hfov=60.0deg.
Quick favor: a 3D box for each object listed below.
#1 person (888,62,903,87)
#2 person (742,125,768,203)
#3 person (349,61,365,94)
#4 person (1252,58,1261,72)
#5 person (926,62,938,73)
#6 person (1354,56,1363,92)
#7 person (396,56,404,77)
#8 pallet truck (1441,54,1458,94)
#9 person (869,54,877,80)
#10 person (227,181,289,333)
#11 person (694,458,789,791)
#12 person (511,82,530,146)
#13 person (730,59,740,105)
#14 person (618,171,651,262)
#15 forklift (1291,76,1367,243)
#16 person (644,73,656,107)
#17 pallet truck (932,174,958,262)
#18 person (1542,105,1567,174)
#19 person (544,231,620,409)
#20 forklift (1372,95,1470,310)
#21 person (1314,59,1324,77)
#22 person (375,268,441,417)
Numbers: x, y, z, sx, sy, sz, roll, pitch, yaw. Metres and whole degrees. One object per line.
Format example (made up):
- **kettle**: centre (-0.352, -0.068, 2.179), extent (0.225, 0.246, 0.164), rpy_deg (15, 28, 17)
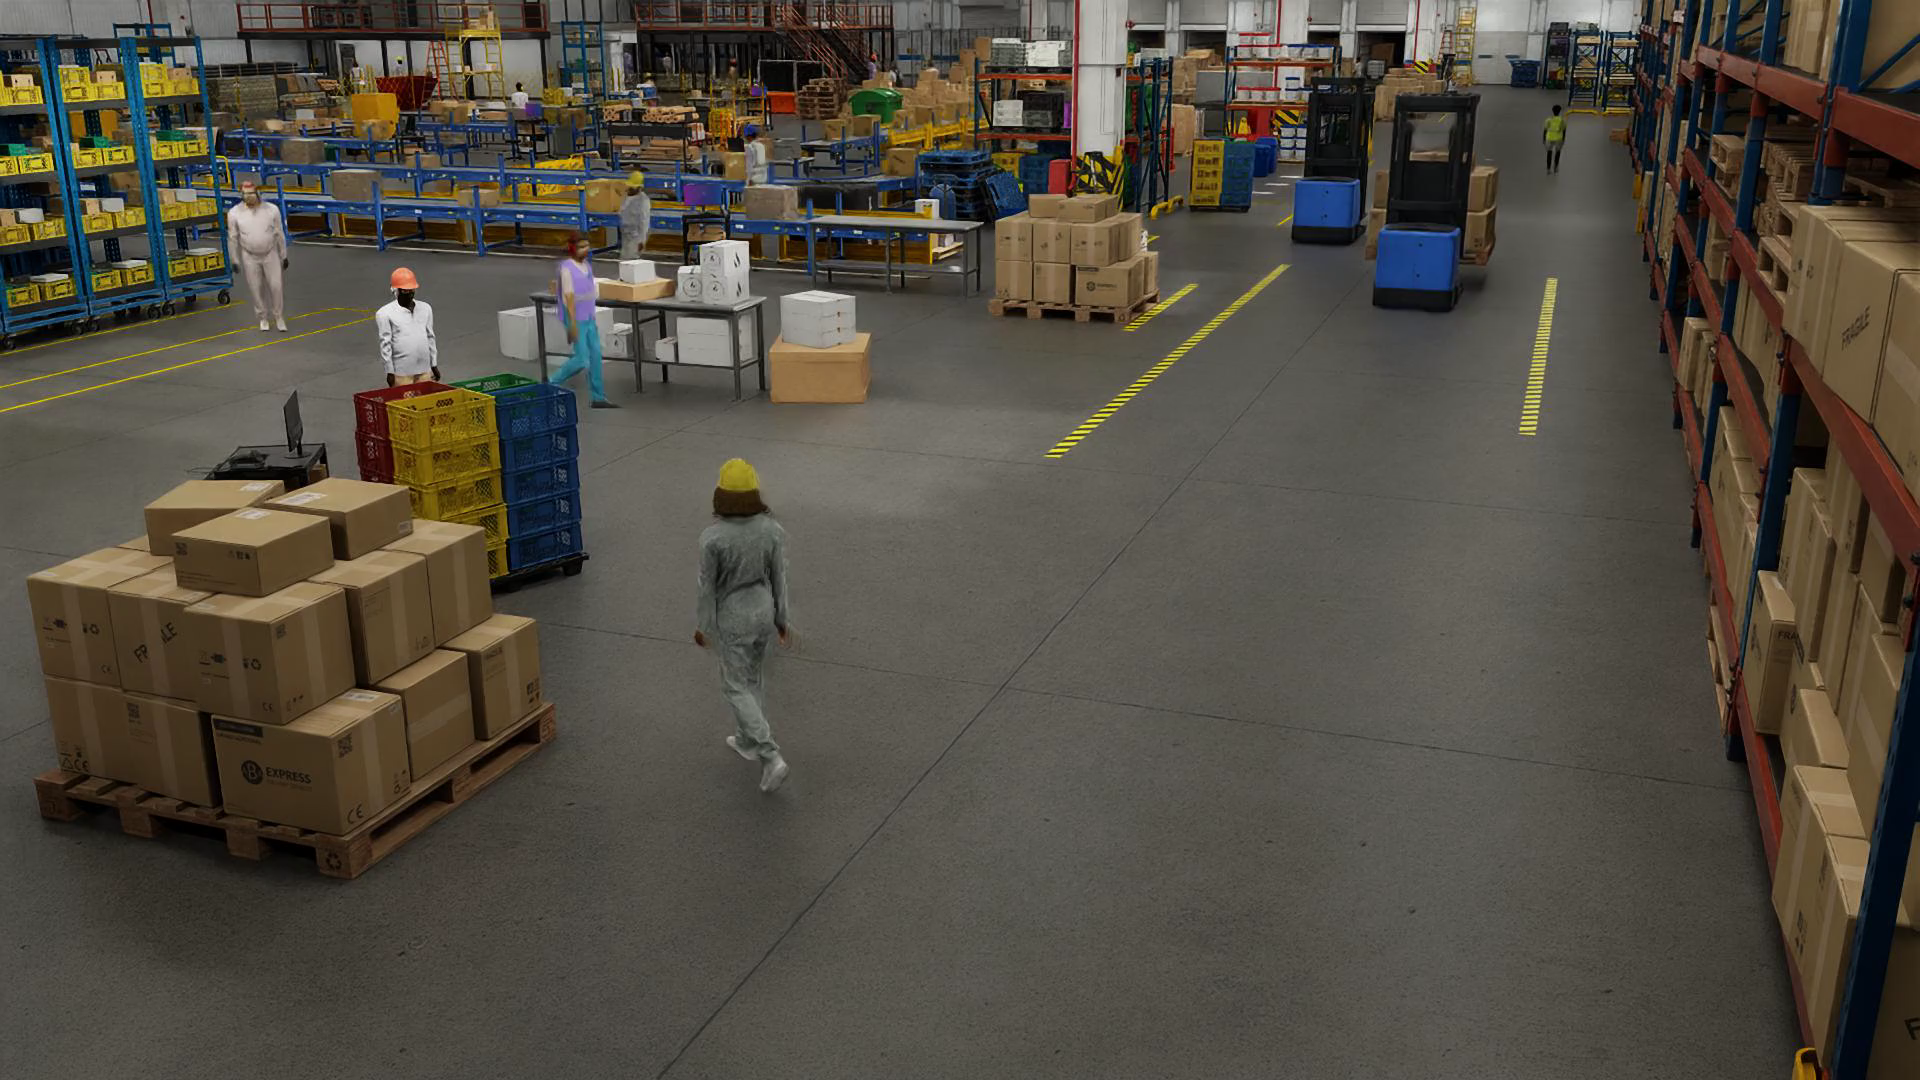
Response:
- **person**: centre (-2.672, -17.969, 65.979), extent (1.009, 2.000, 0.695), rpy_deg (15, 23, 38)
- **person**: centre (-3.806, -6.653, 30.621), extent (0.617, 1.914, 0.640), rpy_deg (8, 19, 25)
- **person**: centre (-25.668, -19.442, 70.863), extent (0.575, 1.882, 0.361), rpy_deg (-4, 18, -13)
- **person**: centre (15.403, -24.498, 86.867), extent (0.811, 1.816, 0.636), rpy_deg (14, 23, 38)
- **person**: centre (-1.205, -18.990, 69.424), extent (0.654, 1.909, 0.814), rpy_deg (-16, 24, -41)
- **person**: centre (18.737, -21.823, 78.369), extent (0.533, 1.868, 0.310), rpy_deg (-10, 20, -28)
- **person**: centre (-25.592, -21.143, 76.137), extent (0.381, 1.924, 0.593), rpy_deg (-7, 19, -20)
- **pallet truck**: centre (22.765, -21.886, 78.355), extent (0.823, 1.965, 1.885), rpy_deg (-4, 18, -14)
- **person**: centre (-3.876, -20.935, 75.324), extent (0.453, 2.036, 0.632), rpy_deg (4, 18, 13)
- **person**: centre (-8.790, -3.526, 20.849), extent (0.685, 1.879, 0.773), rpy_deg (-7, 19, -22)
- **person**: centre (-1.087, 0.432, 8.688), extent (0.488, 1.715, 0.753), rpy_deg (-15, 23, -38)
- **person**: centre (-13.205, -12.803, 50.037), extent (0.517, 1.864, 0.334), rpy_deg (-2, 18, -6)
- **person**: centre (-9.755, -19.834, 72.024), extent (0.400, 1.923, 0.577), rpy_deg (2, 18, 6)
- **person**: centre (-4.567, -4.286, 23.401), extent (0.480, 1.793, 0.625), rpy_deg (-14, 23, -38)
- **forklift**: centre (6.598, -6.755, 29.381), extent (1.129, 2.768, 1.873), rpy_deg (6, 19, 19)
- **person**: centre (-11.496, -16.362, 61.447), extent (0.903, 1.717, 0.535), rpy_deg (12, 21, 32)
- **pallet truck**: centre (-0.507, -5.292, 27.348), extent (0.653, 1.274, 1.630), rpy_deg (6, 19, 19)
- **person**: centre (14.825, -10.007, 41.519), extent (0.554, 1.682, 0.568), rpy_deg (7, 19, 20)
- **person**: centre (-3.863, -2.209, 16.809), extent (0.641, 1.829, 0.575), rpy_deg (4, 18, 12)
- **forklift**: centre (6.409, -4.689, 22.890), extent (1.129, 2.768, 1.873), rpy_deg (6, 19, 19)
- **person**: centre (18.502, -24.207, 85.757), extent (0.386, 1.941, 0.710), rpy_deg (-11, 21, -32)
- **person**: centre (-4.905, -1.562, 14.892), extent (0.330, 1.751, 0.564), rpy_deg (13, 22, 35)
